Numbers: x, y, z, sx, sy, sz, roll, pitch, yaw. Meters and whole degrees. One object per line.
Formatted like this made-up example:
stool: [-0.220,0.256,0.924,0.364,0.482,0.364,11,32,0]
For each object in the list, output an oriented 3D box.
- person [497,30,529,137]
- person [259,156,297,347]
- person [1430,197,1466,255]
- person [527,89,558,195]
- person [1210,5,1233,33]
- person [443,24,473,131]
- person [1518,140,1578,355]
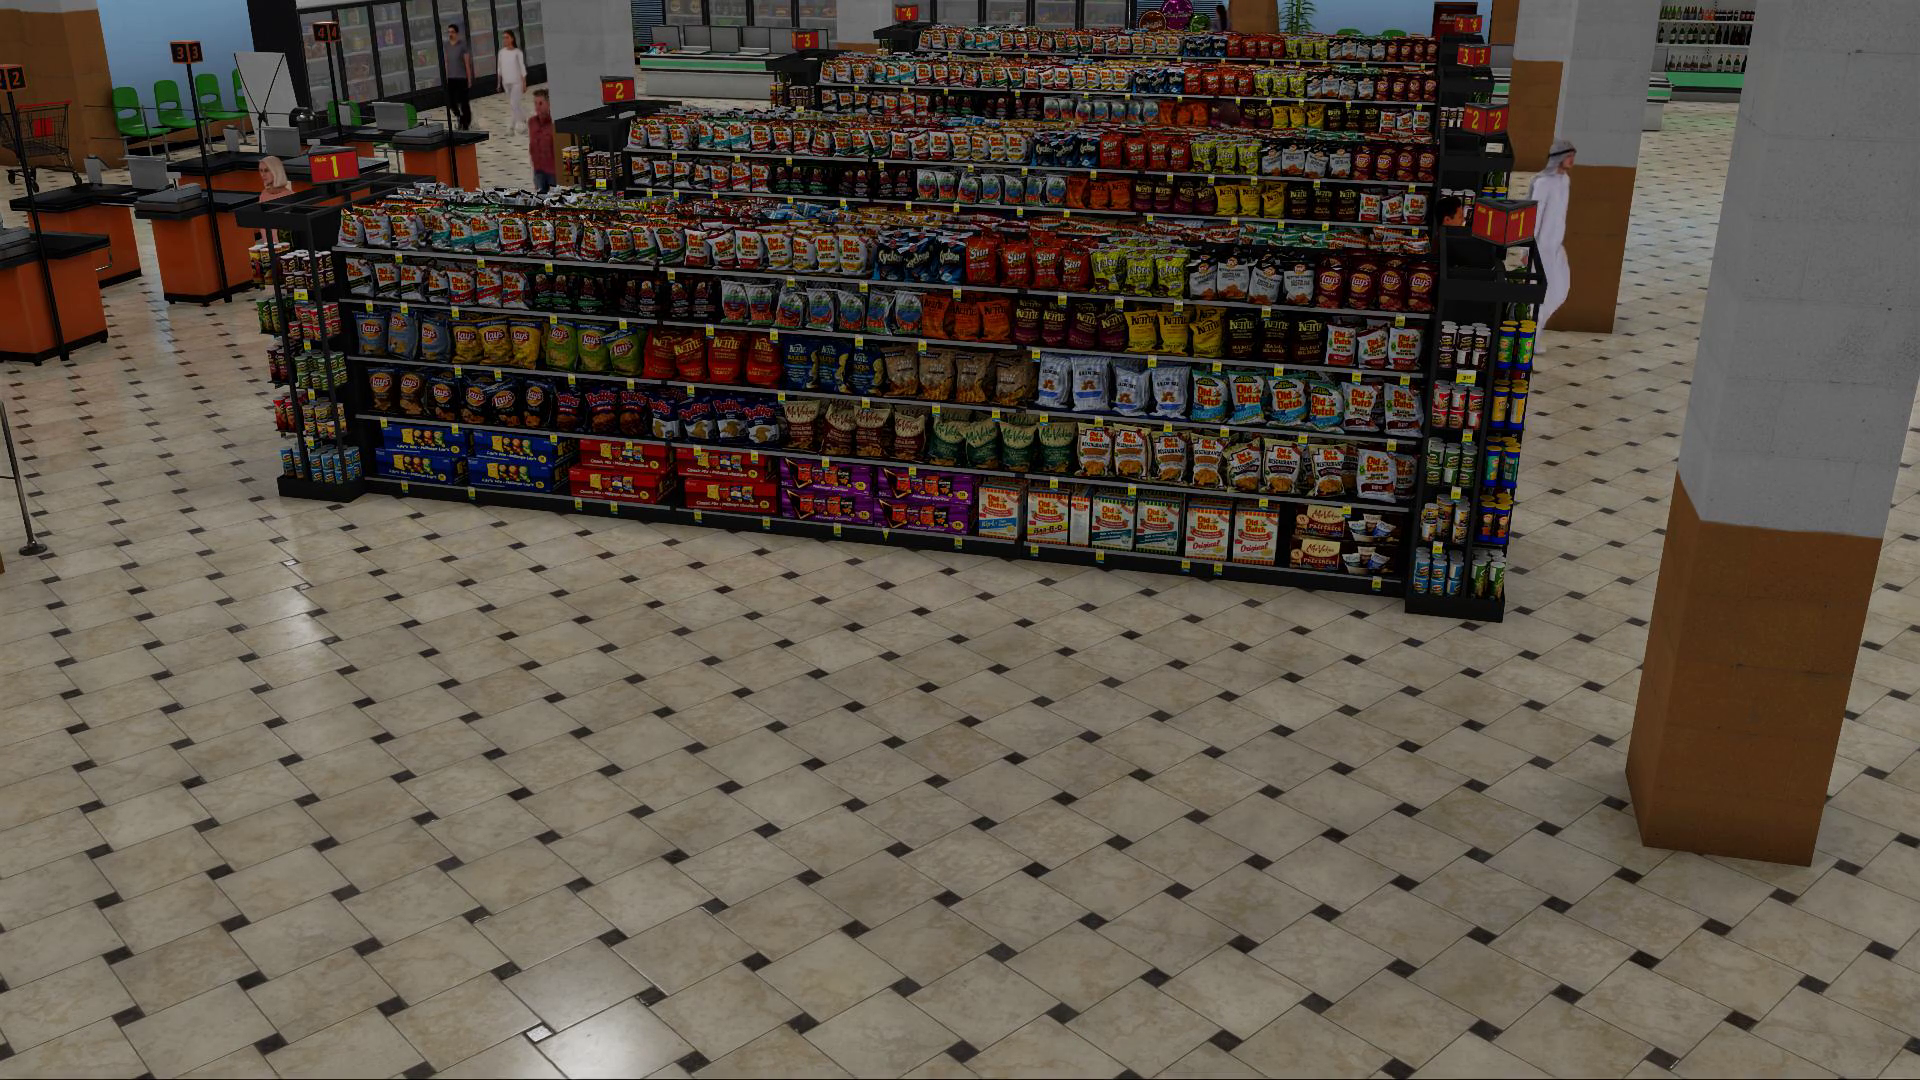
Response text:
person: [-7.280,-7.468,27.243,1.037,1.649,0.701,7,23,18]
person: [-6.096,-2.604,15.034,0.468,1.726,0.666,7,23,17]
person: [3.702,-1.771,12.886,0.520,1.781,0.659,5,22,11]
person: [-4.585,-4.183,18.847,0.871,1.813,0.825,10,24,23]
person: [5.084,-9.534,32.363,0.657,1.665,0.773,-5,22,-12]
person: [-8.244,-7.602,27.449,0.695,1.743,0.738,3,22,7]
person: [5.121,-2.612,14.819,0.990,1.901,0.909,18,28,38]
